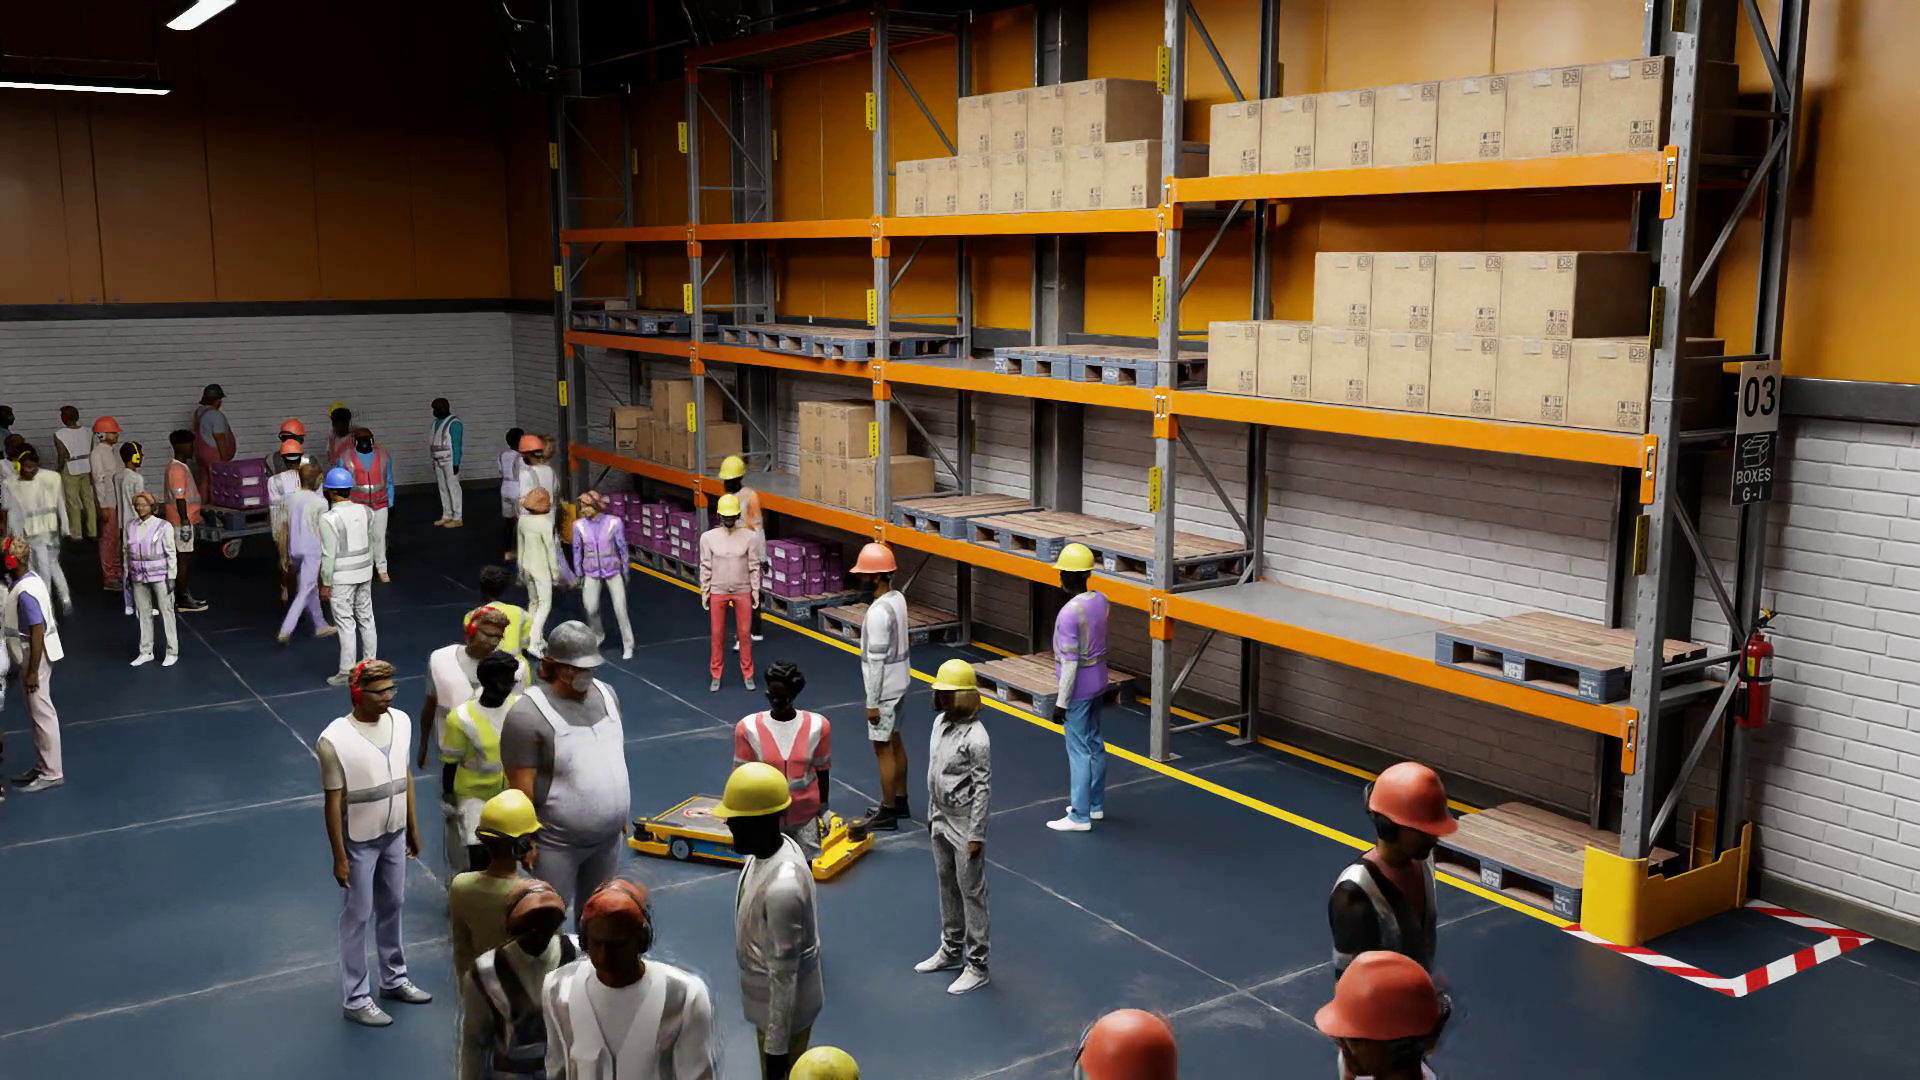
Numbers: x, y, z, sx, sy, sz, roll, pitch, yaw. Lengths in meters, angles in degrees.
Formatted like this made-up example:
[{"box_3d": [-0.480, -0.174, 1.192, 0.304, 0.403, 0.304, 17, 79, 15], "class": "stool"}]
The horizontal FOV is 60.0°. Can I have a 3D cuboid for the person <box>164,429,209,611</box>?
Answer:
[{"box_3d": [-8.359, -0.218, 17.919, 0.362, 1.962, 0.614, -5, 11, -27], "class": "person"}]

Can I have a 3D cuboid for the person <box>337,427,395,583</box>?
[{"box_3d": [-6.891, -0.399, 19.347, 0.634, 1.841, 0.429, -5, 11, -29], "class": "person"}]

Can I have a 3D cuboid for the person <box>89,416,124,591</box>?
[{"box_3d": [-9.706, -0.422, 19.030, 0.382, 1.995, 0.612, -2, 10, -10], "class": "person"}]

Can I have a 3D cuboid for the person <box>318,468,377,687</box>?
[{"box_3d": [-5.437, 0.328, 14.762, 0.387, 1.948, 0.602, 4, 10, 22], "class": "person"}]

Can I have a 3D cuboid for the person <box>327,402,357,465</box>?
[{"box_3d": [-8.521, -1.009, 22.996, 0.403, 1.821, 0.600, -8, 13, -41], "class": "person"}]

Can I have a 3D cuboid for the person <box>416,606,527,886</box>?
[{"box_3d": [-2.840, 1.271, 9.689, 0.654, 1.786, 0.841, -3, 10, -16], "class": "person"}]

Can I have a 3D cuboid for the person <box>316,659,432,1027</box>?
[{"box_3d": [-2.940, 1.486, 8.290, 0.394, 1.838, 0.560, 4, 11, 24], "class": "person"}]

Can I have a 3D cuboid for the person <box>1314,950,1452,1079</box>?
[{"box_3d": [1.224, 2.050, 4.461, 0.779, 2.018, 0.625, 0, 10, 2], "class": "person"}]

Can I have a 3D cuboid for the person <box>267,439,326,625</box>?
[{"box_3d": [-6.867, -0.085, 17.247, 0.543, 1.928, 0.371, -6, 11, -30], "class": "person"}]

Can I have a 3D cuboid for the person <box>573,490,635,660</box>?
[{"box_3d": [-3.384, 0.319, 15.806, 0.550, 1.614, 0.390, 0, 10, 2], "class": "person"}]

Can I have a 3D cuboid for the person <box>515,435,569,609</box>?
[{"box_3d": [-4.460, -0.167, 17.761, 0.598, 1.916, 0.568, 4, 10, 20], "class": "person"}]

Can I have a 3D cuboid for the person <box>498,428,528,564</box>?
[{"box_3d": [-5.511, -0.548, 20.662, 0.535, 1.691, 0.317, 8, 12, 38], "class": "person"}]

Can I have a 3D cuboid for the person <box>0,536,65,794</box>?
[{"box_3d": [-6.611, 0.877, 11.856, 0.397, 1.840, 0.564, -6, 11, -32], "class": "person"}]

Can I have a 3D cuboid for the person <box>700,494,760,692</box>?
[{"box_3d": [-2.005, 0.466, 14.525, 0.528, 1.760, 0.348, -2, 10, -9], "class": "person"}]

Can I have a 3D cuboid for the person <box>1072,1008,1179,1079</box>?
[{"box_3d": [0.410, 2.111, 4.362, 0.617, 1.940, 1.035, 0, 10, 0], "class": "person"}]

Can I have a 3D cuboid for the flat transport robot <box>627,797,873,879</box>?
[{"box_3d": [-1.340, 1.872, 10.616, 1.431, 0.197, 0.652, 4, 11, 23], "class": "flat transport robot"}]

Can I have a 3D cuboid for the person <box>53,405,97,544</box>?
[{"box_3d": [-11.711, -0.862, 22.045, 0.376, 1.844, 0.572, 4, 10, 21], "class": "person"}]

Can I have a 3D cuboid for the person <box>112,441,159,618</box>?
[{"box_3d": [-8.725, -0.110, 17.607, 0.510, 1.860, 0.333, 6, 12, 33], "class": "person"}]

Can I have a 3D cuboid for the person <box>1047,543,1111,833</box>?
[{"box_3d": [0.781, 0.977, 11.016, 0.375, 1.929, 0.585, 5, 11, 29], "class": "person"}]

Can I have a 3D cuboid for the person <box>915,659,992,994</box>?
[{"box_3d": [-0.025, 1.471, 8.650, 0.283, 1.746, 0.493, -6, 11, -32], "class": "person"}]

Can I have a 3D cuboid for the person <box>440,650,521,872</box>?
[{"box_3d": [-2.579, 1.418, 9.225, 0.529, 1.641, 0.855, -9, 13, -43], "class": "person"}]

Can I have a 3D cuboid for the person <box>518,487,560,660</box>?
[{"box_3d": [-4.058, 0.305, 15.844, 0.568, 1.627, 0.550, 8, 13, 41], "class": "person"}]

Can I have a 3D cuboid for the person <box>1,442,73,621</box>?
[{"box_3d": [-9.550, -0.068, 17.227, 0.460, 1.897, 0.622, 7, 12, 36], "class": "person"}]

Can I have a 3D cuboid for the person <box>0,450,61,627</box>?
[{"box_3d": [-9.504, -0.003, 17.036, 0.590, 1.827, 0.811, -9, 13, -43], "class": "person"}]

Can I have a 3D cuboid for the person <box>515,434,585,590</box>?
[{"box_3d": [-4.725, -0.319, 19.031, 0.955, 1.795, 0.511, 1, 10, 6], "class": "person"}]

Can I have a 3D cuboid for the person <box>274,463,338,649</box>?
[{"box_3d": [-6.425, 0.149, 16.276, 0.521, 1.804, 0.918, 3, 10, 17], "class": "person"}]

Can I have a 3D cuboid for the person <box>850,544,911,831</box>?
[{"box_3d": [-0.526, 0.977, 11.031, 0.379, 1.933, 0.547, 2, 10, 13], "class": "person"}]

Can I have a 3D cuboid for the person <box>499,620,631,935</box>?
[{"box_3d": [-1.890, 1.388, 8.268, 0.536, 2.000, 0.688, 7, 12, 36], "class": "person"}]

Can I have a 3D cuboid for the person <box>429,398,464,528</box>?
[{"box_3d": [-7.253, -1.094, 23.465, 0.637, 1.833, 0.429, 8, 13, 40], "class": "person"}]

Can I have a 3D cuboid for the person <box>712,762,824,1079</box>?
[{"box_3d": [-0.727, 1.777, 6.363, 0.401, 1.918, 0.584, -2, 10, -14], "class": "person"}]

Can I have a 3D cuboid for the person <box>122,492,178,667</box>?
[{"box_3d": [-7.522, 0.361, 15.462, 0.521, 1.645, 0.307, 1, 10, 7], "class": "person"}]

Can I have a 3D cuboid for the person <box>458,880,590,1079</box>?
[{"box_3d": [-1.570, 1.978, 6.127, 0.563, 1.603, 0.531, -5, 11, -25], "class": "person"}]

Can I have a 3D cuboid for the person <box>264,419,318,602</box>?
[{"box_3d": [-7.319, -0.319, 18.332, 0.601, 2.036, 0.404, 1, 10, 4], "class": "person"}]

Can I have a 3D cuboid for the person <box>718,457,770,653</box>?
[{"box_3d": [-2.133, 0.127, 16.143, 0.632, 1.887, 0.664, -8, 13, -39], "class": "person"}]

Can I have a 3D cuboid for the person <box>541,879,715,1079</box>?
[{"box_3d": [-1.057, 1.989, 5.267, 0.596, 1.853, 0.766, 1, 10, 4], "class": "person"}]

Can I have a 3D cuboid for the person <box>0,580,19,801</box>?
[{"box_3d": [-6.751, 0.897, 11.483, 0.610, 1.930, 0.687, 3, 10, 20], "class": "person"}]

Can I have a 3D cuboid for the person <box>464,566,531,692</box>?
[{"box_3d": [-3.249, 1.003, 11.692, 0.858, 1.630, 0.539, 9, 13, 43], "class": "person"}]

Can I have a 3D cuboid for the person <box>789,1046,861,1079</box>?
[{"box_3d": [-0.361, 2.181, 4.498, 0.487, 1.741, 0.313, -2, 10, -11], "class": "person"}]

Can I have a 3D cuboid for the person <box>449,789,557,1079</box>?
[{"box_3d": [-1.739, 1.834, 6.488, 0.525, 1.760, 0.336, 5, 11, 26], "class": "person"}]

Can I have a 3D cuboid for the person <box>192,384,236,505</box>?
[{"box_3d": [-10.522, -1.213, 23.536, 0.701, 2.000, 0.536, 8, 13, 41], "class": "person"}]

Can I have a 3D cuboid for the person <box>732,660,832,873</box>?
[{"box_3d": [-0.938, 1.459, 8.856, 0.534, 1.698, 0.322, -2, 10, -12], "class": "person"}]

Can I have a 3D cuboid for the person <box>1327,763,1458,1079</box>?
[{"box_3d": [1.564, 1.780, 6.022, 0.410, 2.030, 0.611, 8, 13, 41], "class": "person"}]
